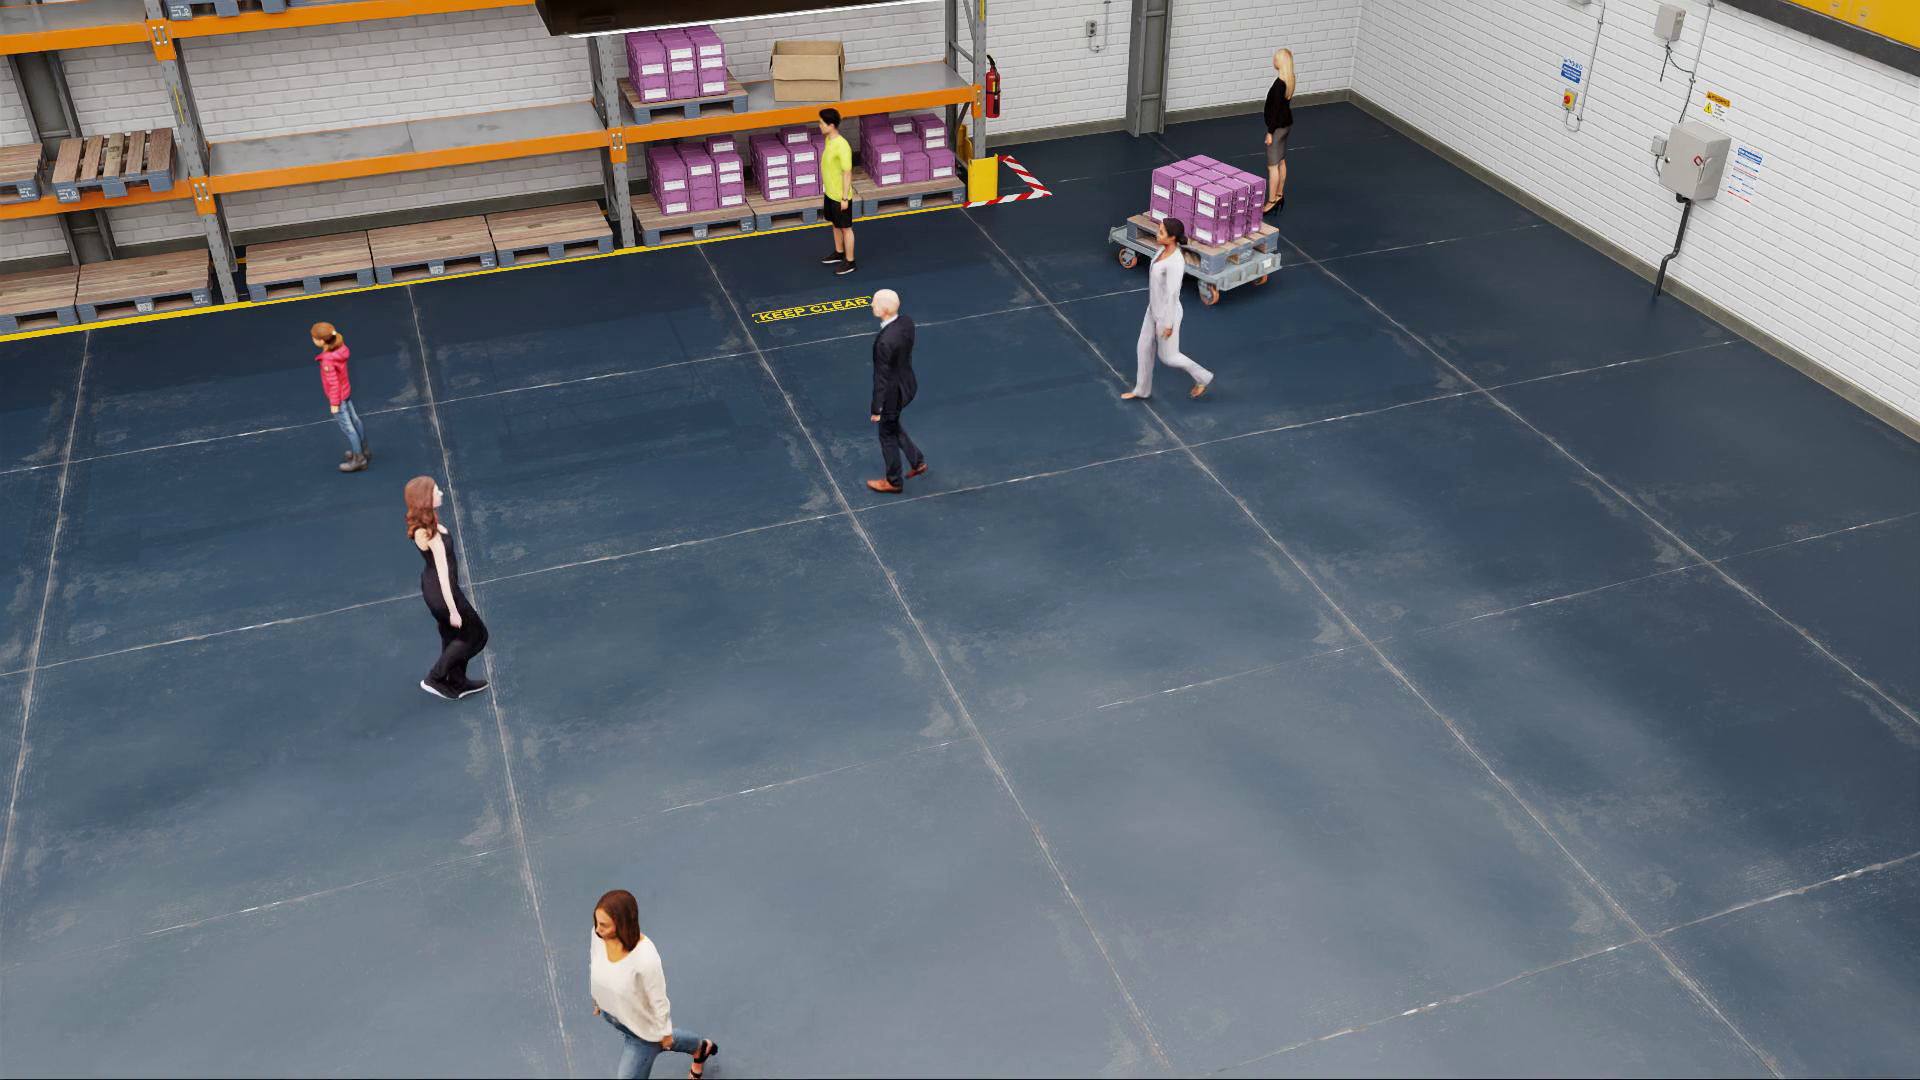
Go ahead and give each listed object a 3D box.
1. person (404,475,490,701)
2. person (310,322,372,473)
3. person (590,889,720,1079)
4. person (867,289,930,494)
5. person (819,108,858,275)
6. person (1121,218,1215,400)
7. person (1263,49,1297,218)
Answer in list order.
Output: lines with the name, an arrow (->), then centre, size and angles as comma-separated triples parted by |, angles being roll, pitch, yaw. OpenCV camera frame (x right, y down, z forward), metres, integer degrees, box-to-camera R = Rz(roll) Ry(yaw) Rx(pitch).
person -> -3.484, 0.369, 10.934 | 0.745, 1.740, 0.659 | -16, 37, -23
person -> -5.081, -1.191, 13.664 | 0.558, 1.316, 0.566 | -2, 34, -3
person -> -1.515, 2.284, 8.139 | 0.955, 1.646, 1.164 | 27, 42, 35
person -> -0.456, -1.155, 13.185 | 0.940, 1.788, 0.885 | 12, 35, 17
person -> -1.237, -3.556, 16.877 | 0.548, 1.698, 0.650 | -16, 37, -22
person -> 1.863, -1.980, 14.494 | 1.095, 1.712, 0.776 | -4, 34, -7
person -> 3.462, -4.419, 18.045 | 0.744, 1.843, 0.682 | 15, 36, 21
